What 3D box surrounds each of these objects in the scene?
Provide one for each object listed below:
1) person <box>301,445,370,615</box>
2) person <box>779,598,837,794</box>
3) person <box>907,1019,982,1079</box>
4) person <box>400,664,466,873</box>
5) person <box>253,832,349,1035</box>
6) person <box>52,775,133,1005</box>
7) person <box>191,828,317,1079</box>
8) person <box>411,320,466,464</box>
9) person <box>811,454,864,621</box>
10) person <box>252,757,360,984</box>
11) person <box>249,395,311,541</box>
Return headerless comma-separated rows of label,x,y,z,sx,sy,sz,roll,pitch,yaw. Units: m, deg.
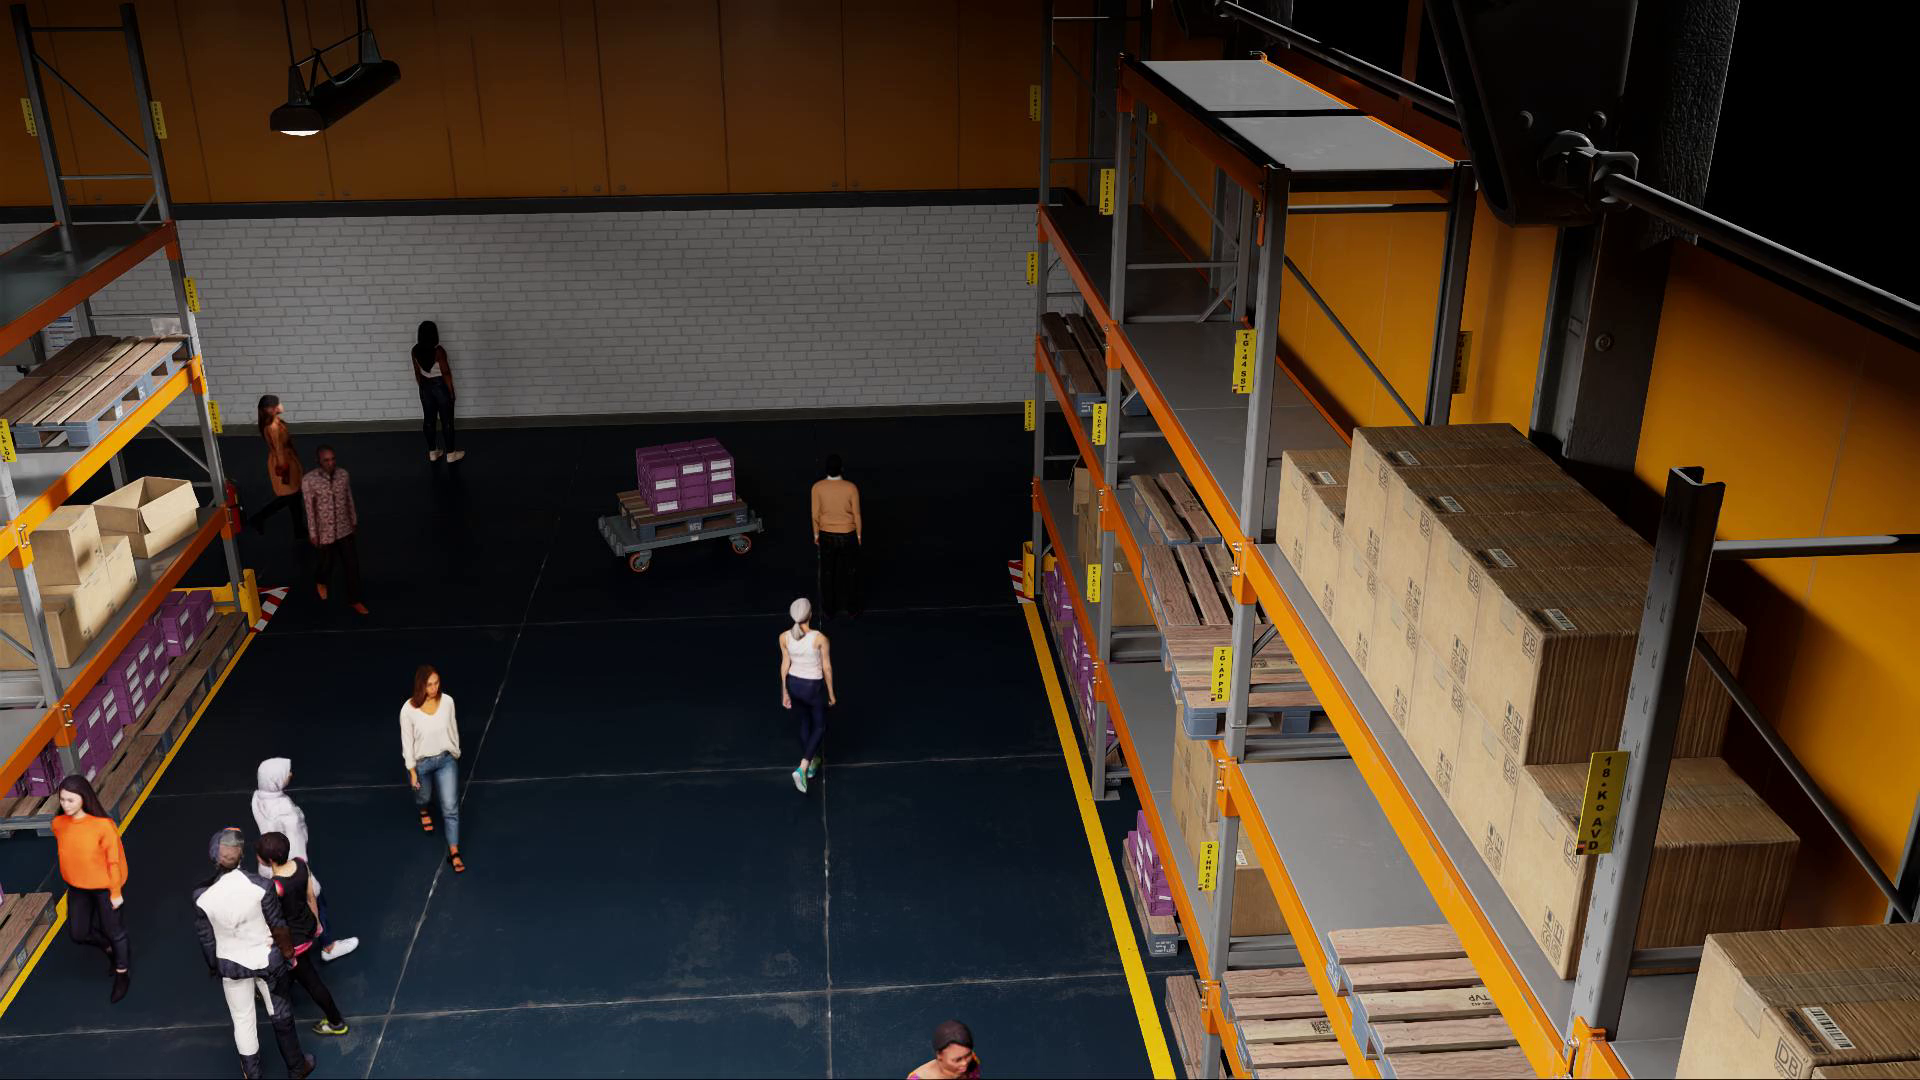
person,-6.386,-0.120,16.813,1.013,1.779,1.129,-20,30,-38
person,-1.280,1.307,13.670,0.843,1.682,1.070,7,24,15
person,-0.060,3.300,9.100,0.778,1.690,0.825,-19,30,-37
person,-4.103,1.694,12.838,0.926,1.640,1.177,-12,26,-26
person,-4.291,2.606,10.909,0.752,1.514,0.961,4,24,10
person,-5.808,2.313,11.300,0.679,1.737,0.722,3,24,7
person,-4.426,2.630,10.380,0.707,1.893,0.621,-5,24,-11
person,-6.549,-1.862,20.758,0.731,1.811,0.730,7,25,16
person,-1.224,-0.035,16.650,0.684,1.754,0.623,1,24,2
person,-4.649,2.305,11.300,0.894,1.752,0.998,12,26,25
person,-7.569,-0.760,18.368,0.872,1.707,0.909,-7,25,-16
